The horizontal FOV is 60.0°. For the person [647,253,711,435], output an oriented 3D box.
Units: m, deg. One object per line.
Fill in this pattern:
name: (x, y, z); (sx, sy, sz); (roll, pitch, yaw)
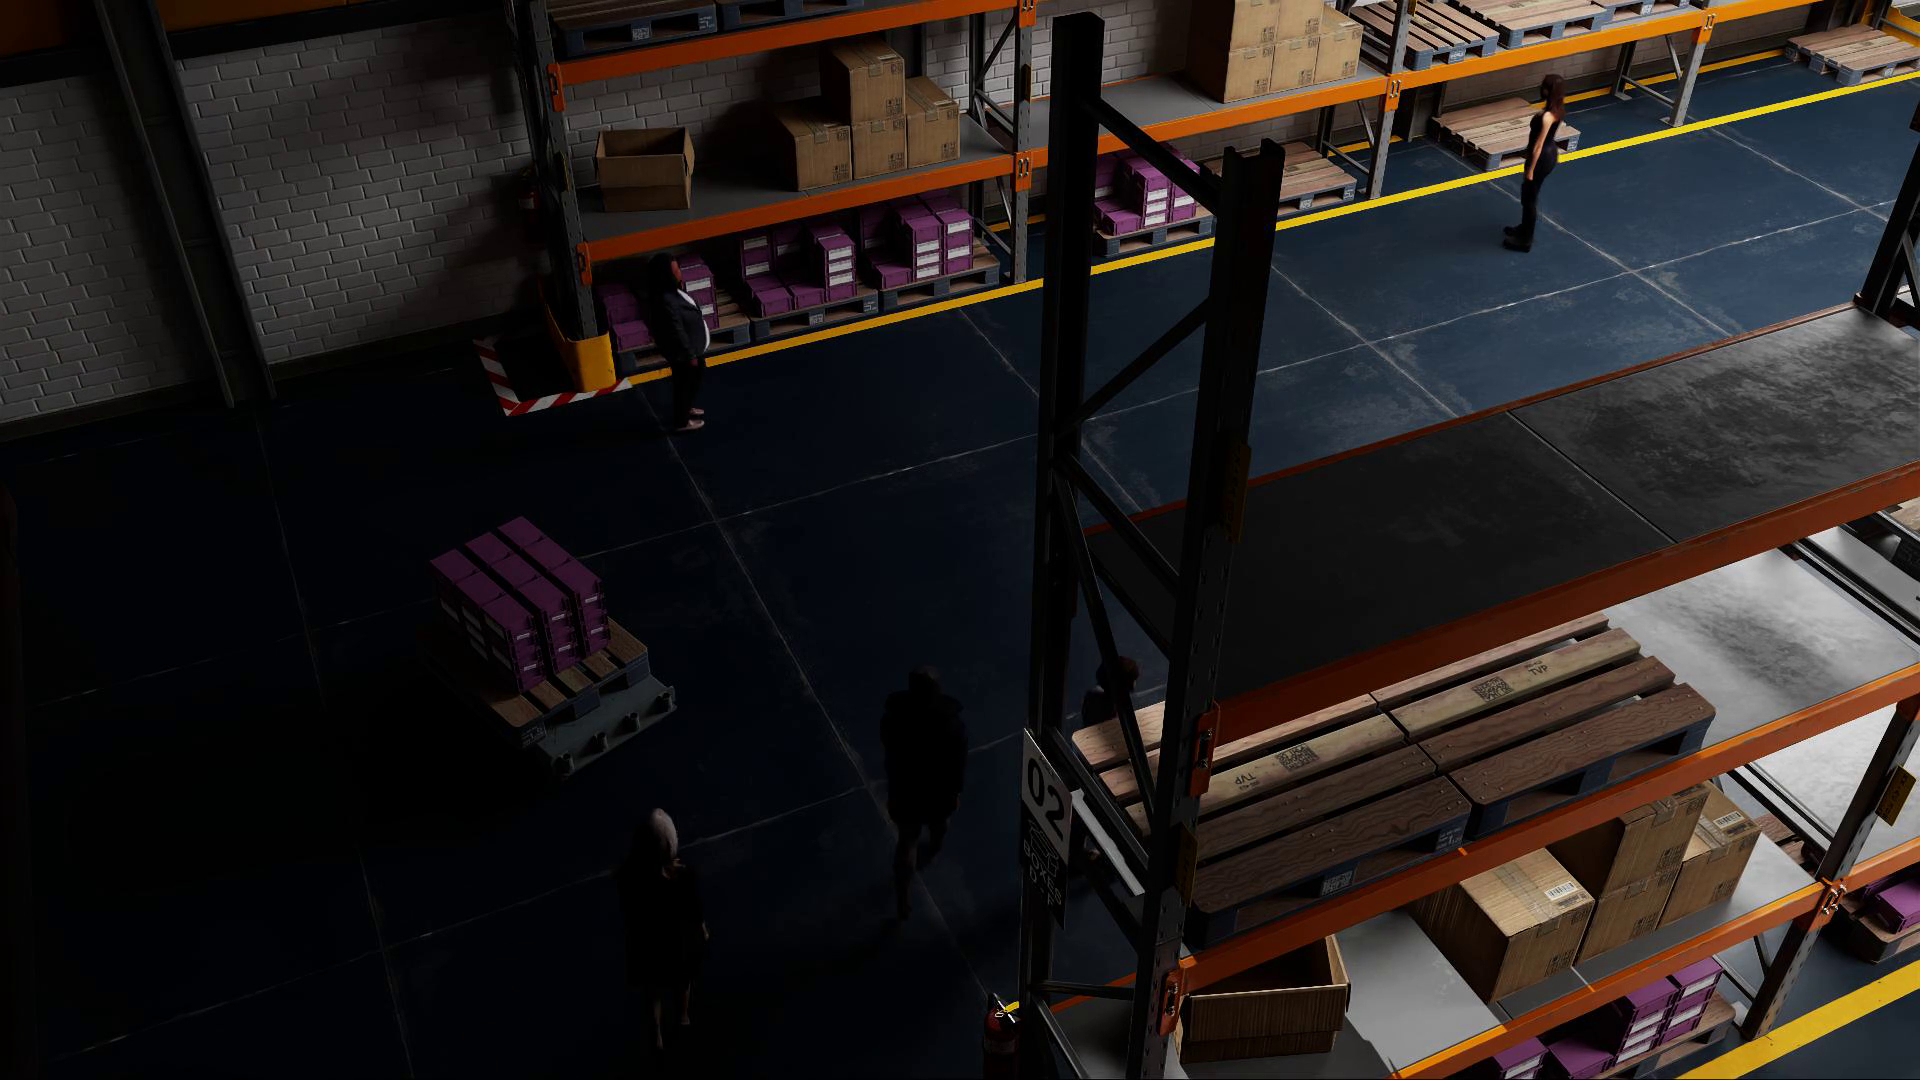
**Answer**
person: (-2.279, -1.512, 13.072); (0.692, 1.583, 0.701); (-11, 40, -13)

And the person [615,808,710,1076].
person: (-1.509, 2.050, 8.483); (0.825, 1.743, 0.849); (-2, 39, -3)

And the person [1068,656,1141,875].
person: (0.749, 1.344, 9.453); (0.660, 1.636, 0.622); (-18, 42, -22)

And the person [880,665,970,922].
person: (-0.229, 1.431, 9.340); (1.130, 1.641, 1.097); (6, 39, 7)

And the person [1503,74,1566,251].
person: (5.395, -3.513, 15.497); (0.765, 1.682, 0.694); (16, 41, 19)
